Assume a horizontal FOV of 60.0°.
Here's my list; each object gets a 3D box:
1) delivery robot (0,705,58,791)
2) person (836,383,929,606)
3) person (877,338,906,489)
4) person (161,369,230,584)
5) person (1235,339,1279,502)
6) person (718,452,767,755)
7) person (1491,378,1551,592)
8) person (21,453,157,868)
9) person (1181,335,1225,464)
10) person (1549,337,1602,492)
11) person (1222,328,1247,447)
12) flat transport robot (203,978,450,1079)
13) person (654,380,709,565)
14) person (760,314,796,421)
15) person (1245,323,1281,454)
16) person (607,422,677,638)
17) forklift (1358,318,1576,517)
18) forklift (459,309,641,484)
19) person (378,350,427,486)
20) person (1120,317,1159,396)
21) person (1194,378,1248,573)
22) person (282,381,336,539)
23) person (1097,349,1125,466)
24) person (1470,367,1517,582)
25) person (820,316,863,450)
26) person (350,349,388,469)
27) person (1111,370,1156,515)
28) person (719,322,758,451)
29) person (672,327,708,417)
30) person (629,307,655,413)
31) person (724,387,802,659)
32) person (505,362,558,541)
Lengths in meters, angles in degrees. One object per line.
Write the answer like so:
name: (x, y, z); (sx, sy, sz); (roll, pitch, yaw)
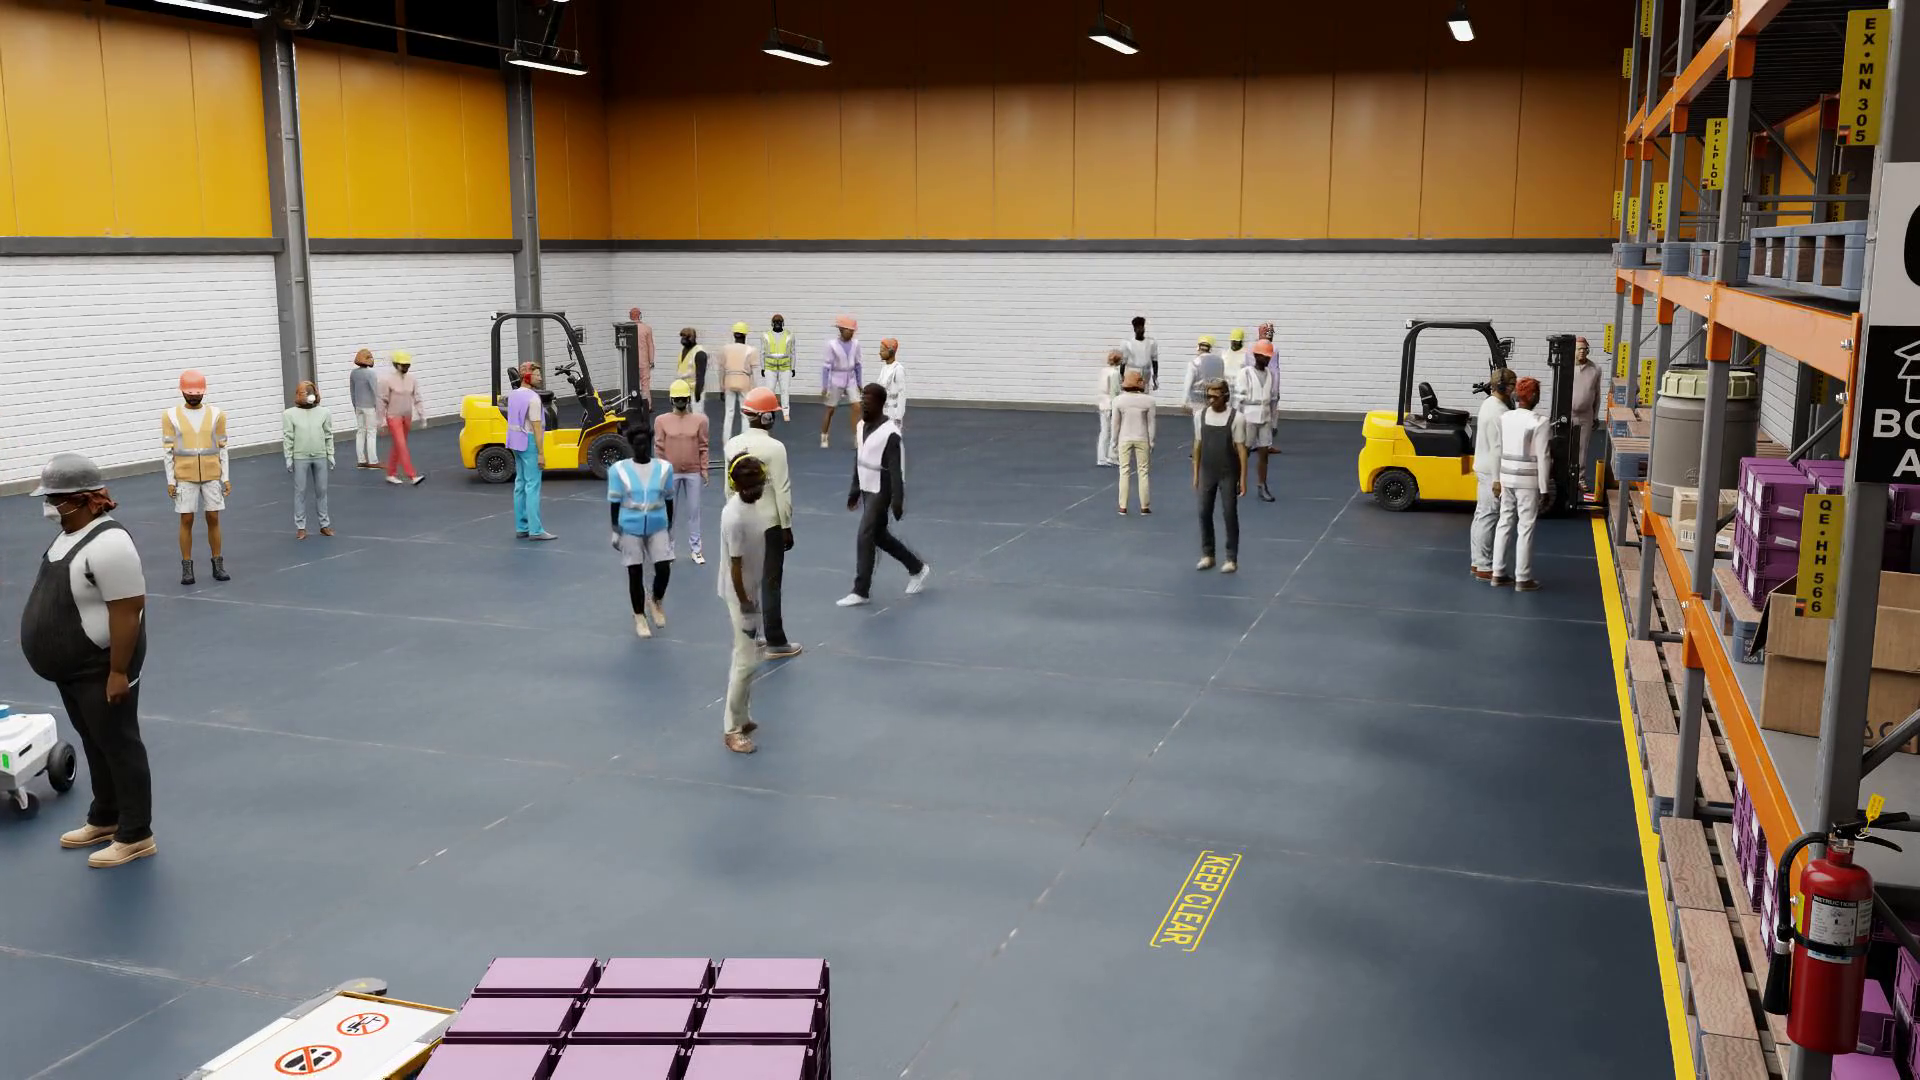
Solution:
delivery robot: (-5.161, 1.133, 8.959); (0.477, 0.478, 0.707); (-2, 10, -9)
person: (-0.654, -0.406, 14.154); (0.897, 1.888, 0.591); (-5, 11, -27)
person: (-0.856, -1.561, 20.652); (0.340, 1.882, 0.585); (-5, 11, -24)
person: (-6.843, -0.570, 14.946); (0.542, 1.930, 0.366); (-6, 12, -32)
person: (3.510, -1.425, 19.759); (0.593, 1.927, 0.552); (-4, 11, -20)
person: (-1.285, 0.348, 10.093); (0.325, 1.830, 0.707); (0, 10, 2)
person: (4.934, -0.490, 14.642); (0.340, 1.878, 0.580); (-6, 12, -30)
person: (-4.287, 0.580, 8.152); (0.536, 2.000, 0.688); (-10, 14, -44)
person: (3.309, -1.949, 23.104); (0.647, 1.783, 0.690); (-6, 12, -30)
person: (7.564, -1.535, 20.443); (0.643, 1.909, 0.409); (0, 10, -3)
person: (4.141, -2.284, 24.957); (0.606, 1.797, 0.453); (8, 13, 38)
flat transport robot: (-2.271, 1.903, 5.684); (0.652, 0.197, 1.431); (3, 11, 19)
person: (-2.639, -0.640, 15.797); (0.522, 1.769, 0.311); (-3, 10, -15)
person: (-3.136, -2.961, 28.655); (0.621, 1.845, 0.429); (-1, 10, -7)
person: (4.443, -2.210, 24.244); (0.409, 1.906, 0.651); (-6, 12, -30)
person: (-2.445, -0.073, 12.836); (0.537, 1.685, 0.364); (-4, 11, -20)
forklift: (5.787, -1.437, 19.079); (2.313, 2.155, 1.214); (3, 11, 19)
forklift: (-5.354, -1.902, 21.697); (2.313, 2.155, 1.214); (-2, 10, -13)
person: (-6.983, -1.524, 20.910); (0.909, 1.704, 0.535); (6, 12, 32)
person: (2.786, -2.572, 26.259); (0.627, 1.929, 0.712); (-3, 10, -16)
person: (2.405, -0.596, 15.404); (0.538, 1.824, 0.421); (5, 11, 27)
person: (-6.740, -0.833, 17.247); (0.507, 1.636, 0.275); (-7, 12, -35)
person: (2.100, -1.795, 22.713); (0.474, 1.620, 0.547); (-2, 10, -11)
person: (4.833, -0.595, 15.057); (0.374, 1.939, 0.629); (2, 10, 11)
person: (-1.707, -2.307, 24.561); (0.723, 1.973, 0.998); (-8, 13, -37)
person: (-8.039, -1.772, 22.545); (0.507, 1.631, 0.272); (6, 12, 31)
person: (1.948, -1.091, 18.714); (0.501, 1.632, 0.286); (1, 10, 8)
person: (-3.250, -2.238, 24.435); (0.596, 1.904, 0.473); (1, 10, 7)
person: (-4.010, -2.182, 24.304); (0.634, 1.825, 0.653); (-9, 14, -42)
person: (-5.824, -3.237, 30.024); (0.639, 1.911, 0.406); (0, 10, 0)
person: (-1.458, -0.127, 12.263); (0.608, 1.996, 0.380); (8, 13, 37)
person: (-4.449, -0.908, 17.096); (0.396, 1.841, 0.565); (-9, 13, -40)
